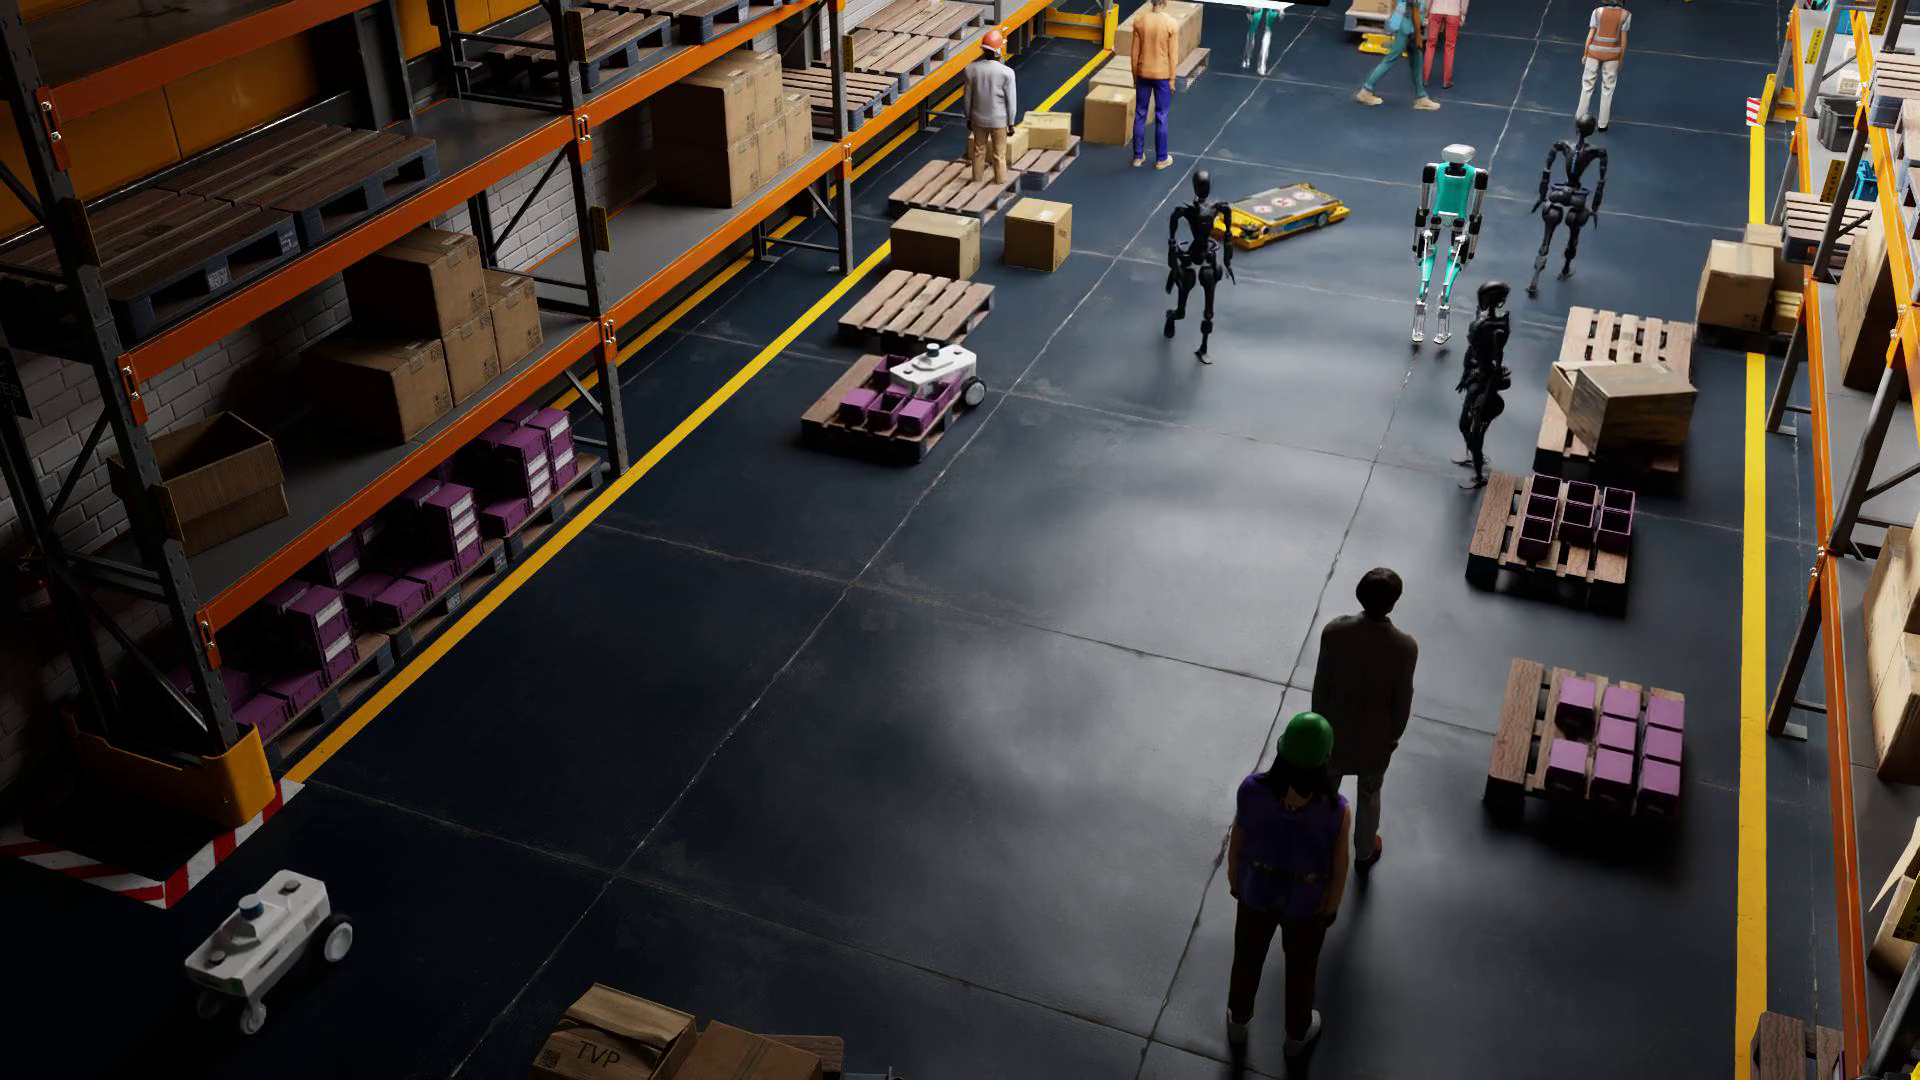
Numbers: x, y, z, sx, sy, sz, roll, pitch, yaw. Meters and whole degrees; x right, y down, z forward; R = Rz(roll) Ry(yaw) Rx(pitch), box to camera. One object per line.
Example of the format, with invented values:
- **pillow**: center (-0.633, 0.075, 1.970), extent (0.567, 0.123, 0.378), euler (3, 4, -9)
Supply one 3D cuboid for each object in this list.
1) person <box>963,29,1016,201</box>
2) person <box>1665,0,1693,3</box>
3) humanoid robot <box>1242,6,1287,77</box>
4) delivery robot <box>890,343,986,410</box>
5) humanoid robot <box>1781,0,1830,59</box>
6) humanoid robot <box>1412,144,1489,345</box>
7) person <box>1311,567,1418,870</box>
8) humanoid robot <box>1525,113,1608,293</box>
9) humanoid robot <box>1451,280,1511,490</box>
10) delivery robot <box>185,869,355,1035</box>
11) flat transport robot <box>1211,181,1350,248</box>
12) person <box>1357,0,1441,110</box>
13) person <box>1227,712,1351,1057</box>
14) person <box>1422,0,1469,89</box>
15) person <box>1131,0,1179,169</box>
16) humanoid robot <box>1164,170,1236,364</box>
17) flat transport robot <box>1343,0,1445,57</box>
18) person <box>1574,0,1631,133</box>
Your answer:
- **person**: center (0.311, -4.281, 16.848), extent (0.562, 1.751, 0.339), euler (13, 35, 20)
- **person**: center (10.225, -8.404, 23.313), extent (0.484, 1.659, 0.343), euler (13, 35, 20)
- **humanoid robot**: center (3.708, -6.573, 20.482), extent (0.546, 1.858, 0.857), euler (-3, 33, -5)
- **delivery robot**: center (-0.196, -1.284, 13.333), extent (0.811, 0.613, 0.499), euler (-25, 41, -33)
- **humanoid robot**: center (10.771, -6.822, 20.848), extent (1.026, 1.765, 0.532), euler (-16, 36, -23)
- **humanoid robot**: center (3.997, -2.395, 13.826), extent (0.533, 1.673, 0.735), euler (12, 35, 18)
- **person**: center (2.081, 0.946, 8.695), extent (0.503, 1.827, 0.370), euler (13, 35, 20)
- **humanoid robot**: center (5.483, -3.037, 15.056), extent (0.600, 1.634, 0.778), euler (20, 38, 28)
- **humanoid robot**: center (3.815, -1.123, 12.045), extent (0.399, 1.640, 0.593), euler (-3, 33, -4)
- **delivery robot**: center (-3.444, 1.992, 8.234), extent (0.499, 0.582, 0.773), euler (12, 35, 18)
- **flat transport robot**: center (3.174, -3.258, 16.633), extent (1.431, 0.231, 0.659), euler (-22, 39, -30)
- **person**: center (5.196, -5.931, 19.348), extent (0.990, 1.818, 0.509), euler (10, 34, 15)
- **person**: center (1.476, 1.594, 7.594), extent (0.533, 1.931, 0.422), euler (13, 35, 20)
- **person**: center (5.837, -6.335, 20.015), extent (0.524, 1.768, 0.328), euler (13, 35, 20)
- **person**: center (2.068, -4.937, 17.655), extent (0.515, 1.982, 0.385), euler (13, 35, 19)
- **humanoid robot**: center (1.996, -2.331, 13.919), extent (0.597, 1.642, 0.614), euler (-6, 33, -9)
- **flat transport robot**: center (5.749, -6.669, 21.913), extent (0.659, 0.231, 1.431), euler (14, 35, 21)
- **person**: center (7.233, -5.439, 18.699), extent (0.438, 1.686, 0.324), euler (13, 35, 20)
